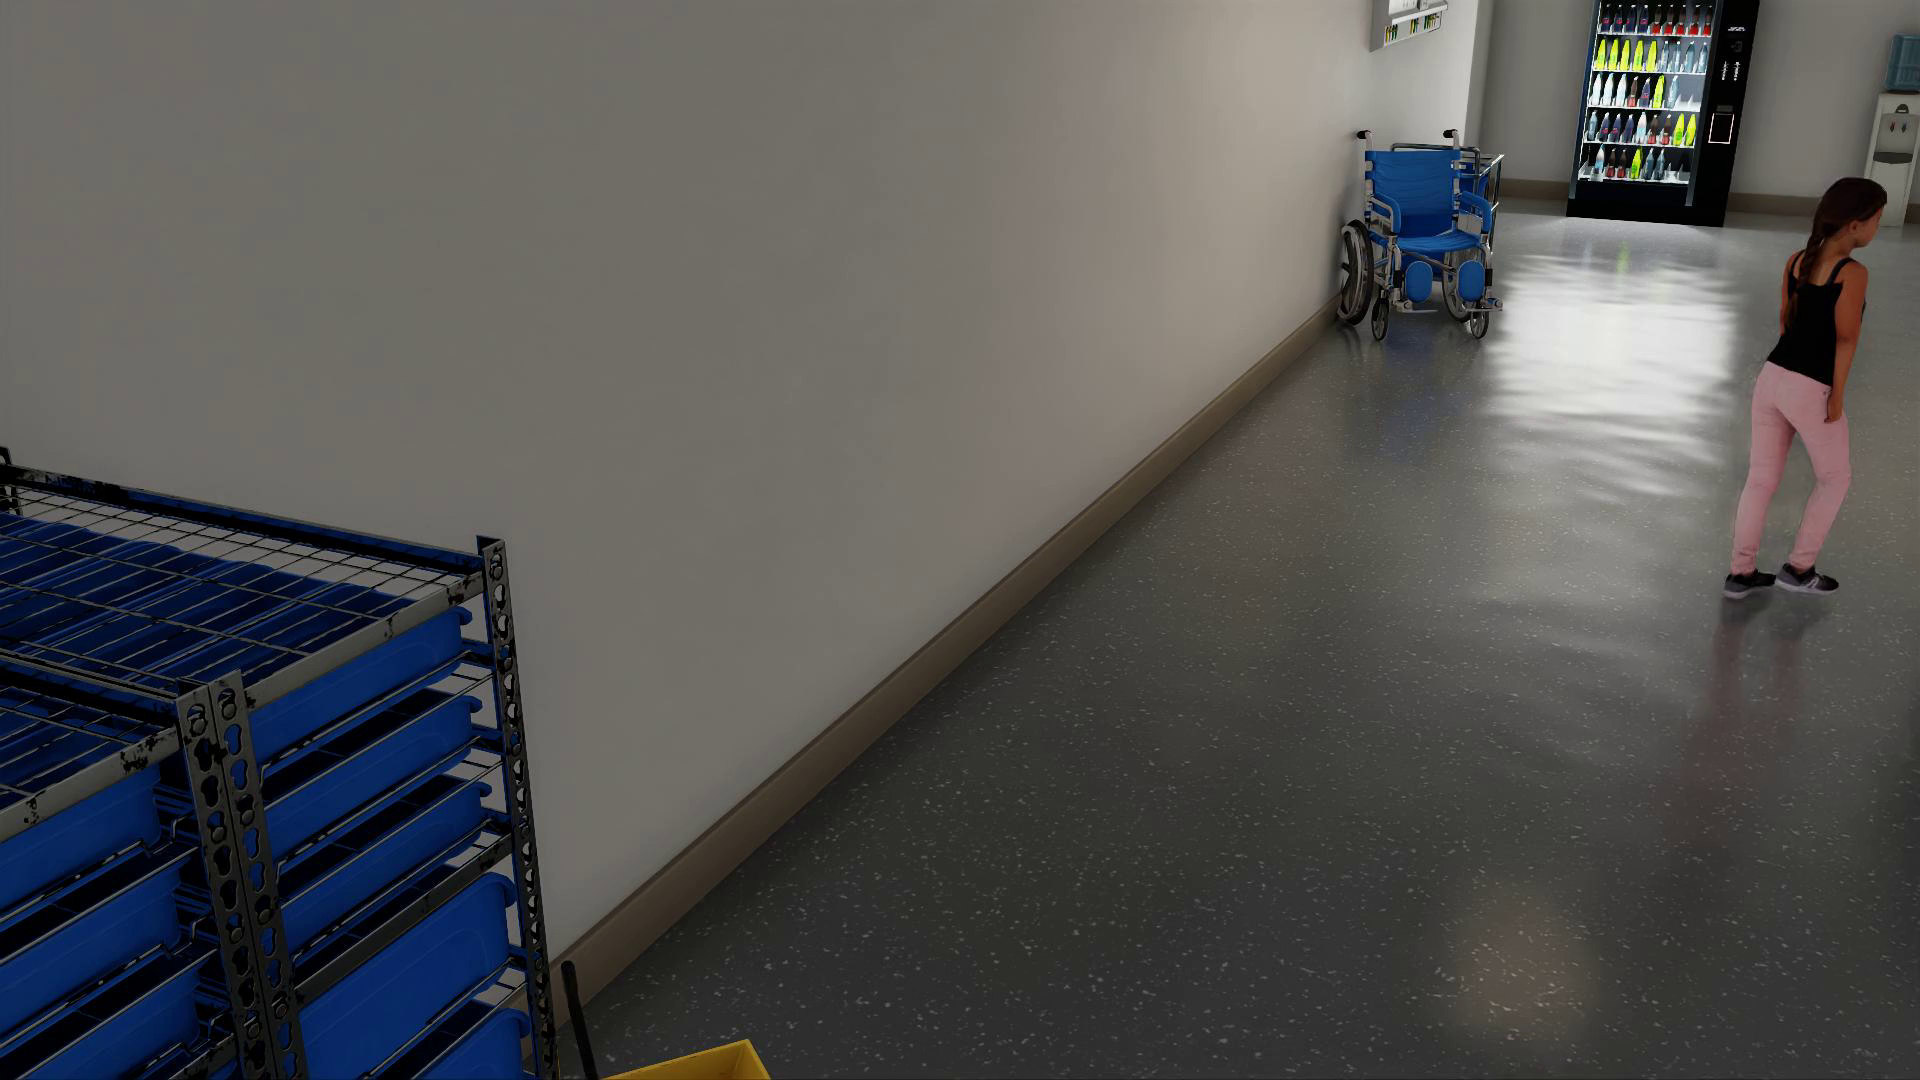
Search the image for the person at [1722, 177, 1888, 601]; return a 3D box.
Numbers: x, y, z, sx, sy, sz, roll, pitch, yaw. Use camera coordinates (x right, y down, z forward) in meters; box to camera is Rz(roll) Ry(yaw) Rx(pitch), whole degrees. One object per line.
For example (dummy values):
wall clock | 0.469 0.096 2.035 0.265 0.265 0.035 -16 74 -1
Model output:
person | 2.958 -0.505 5.947 0.764 1.549 0.708 -10 23 -26
